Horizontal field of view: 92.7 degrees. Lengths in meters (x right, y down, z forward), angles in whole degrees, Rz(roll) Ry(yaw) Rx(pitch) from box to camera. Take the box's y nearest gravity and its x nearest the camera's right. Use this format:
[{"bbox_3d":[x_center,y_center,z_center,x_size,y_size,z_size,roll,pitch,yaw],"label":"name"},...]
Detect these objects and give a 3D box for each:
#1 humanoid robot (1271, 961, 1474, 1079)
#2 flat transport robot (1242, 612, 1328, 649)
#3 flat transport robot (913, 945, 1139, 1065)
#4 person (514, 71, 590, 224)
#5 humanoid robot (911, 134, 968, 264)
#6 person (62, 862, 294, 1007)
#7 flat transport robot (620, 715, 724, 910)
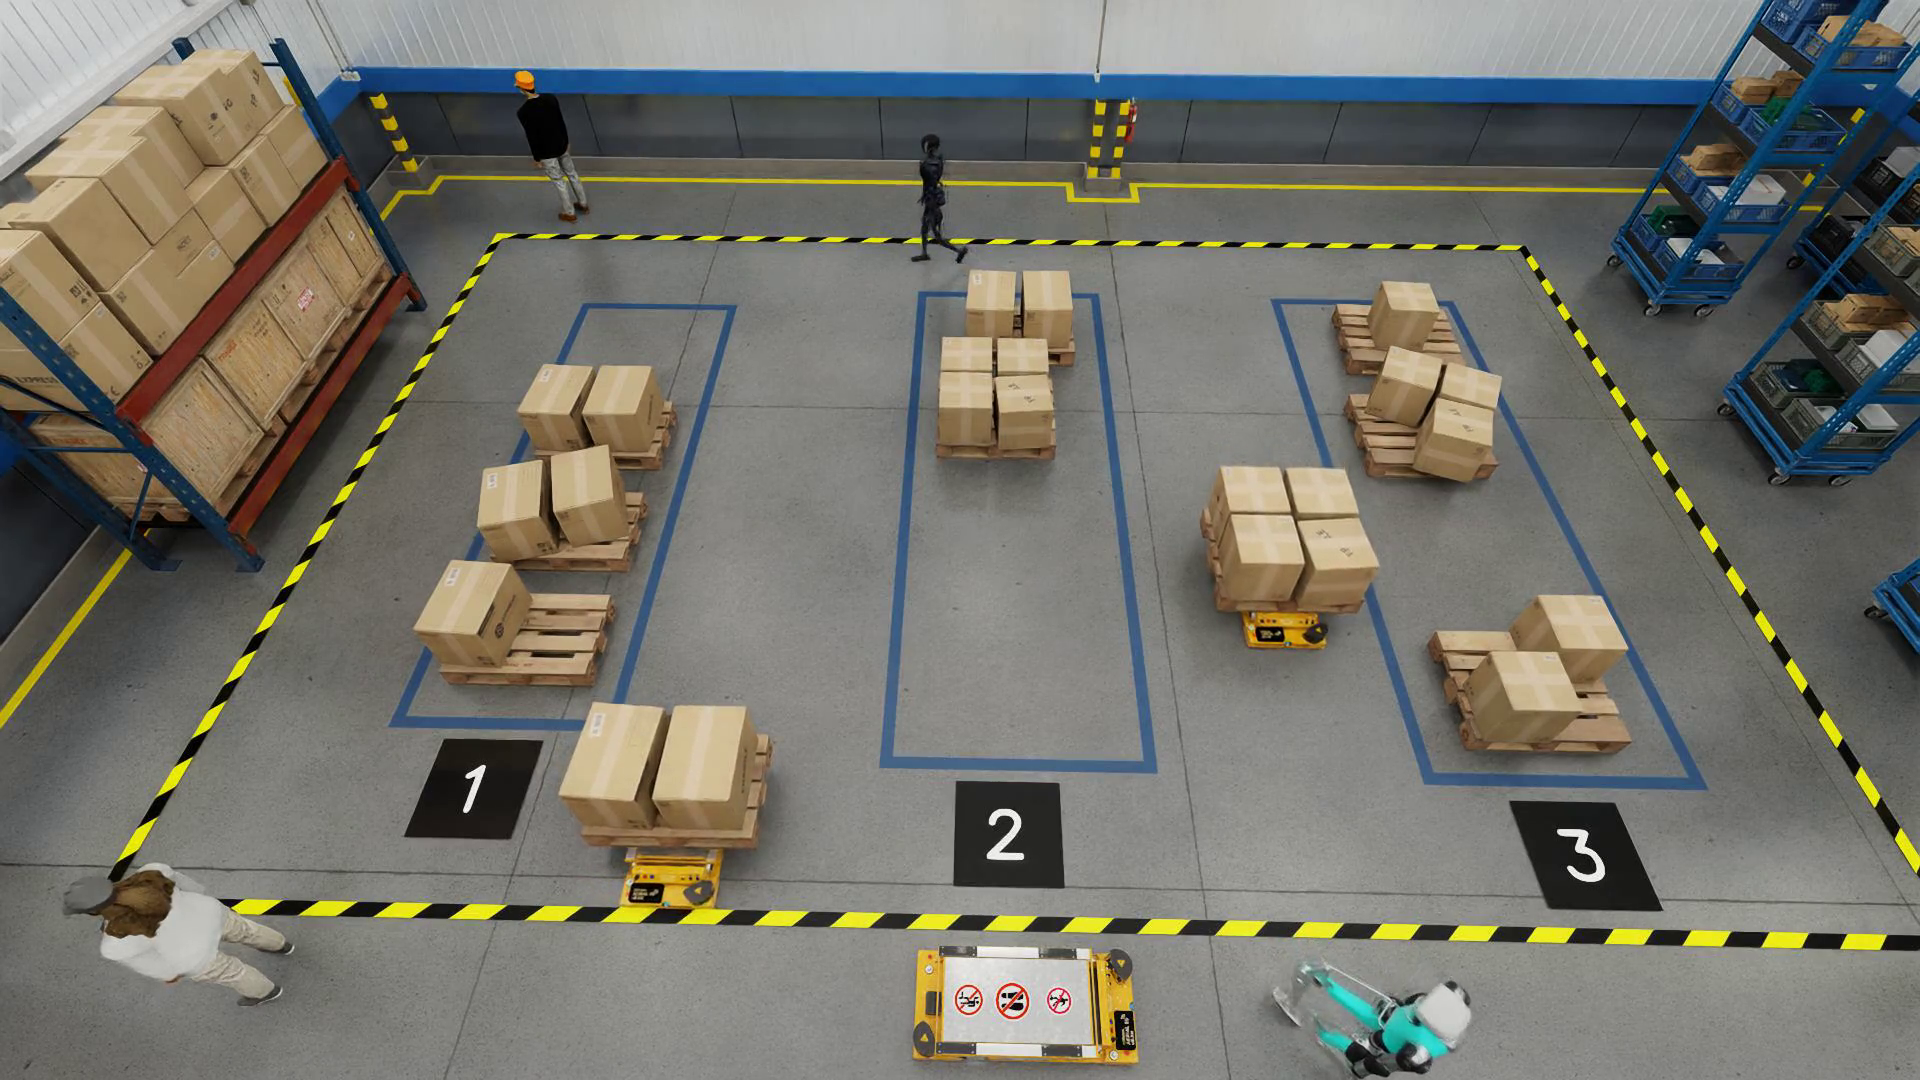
[{"bbox_3d":[2.269,2.752,5.333,0.540,1.751,1.074,-37,60,-26],"label":"humanoid robot"},{"bbox_3d":[2.802,0.313,8.212,0.652,0.197,1.431,1,51,1],"label":"flat transport robot"},{"bbox_3d":[0.422,3.041,6.007,1.431,0.231,0.659,1,51,1],"label":"flat transport robot"},{"bbox_3d":[-5.095,-4.870,11.418,0.378,1.879,0.584,24,55,18],"label":"person"},{"bbox_3d":[-0.254,-4.022,10.870,0.691,1.639,0.601,-7,51,-6],"label":"humanoid robot"},{"bbox_3d":[-4.669,2.396,5.564,0.400,1.769,0.561,-5,51,-4],"label":"person"},{"bbox_3d":[-2.044,1.991,6.845,0.652,0.197,1.431,1,51,1],"label":"flat transport robot"}]
